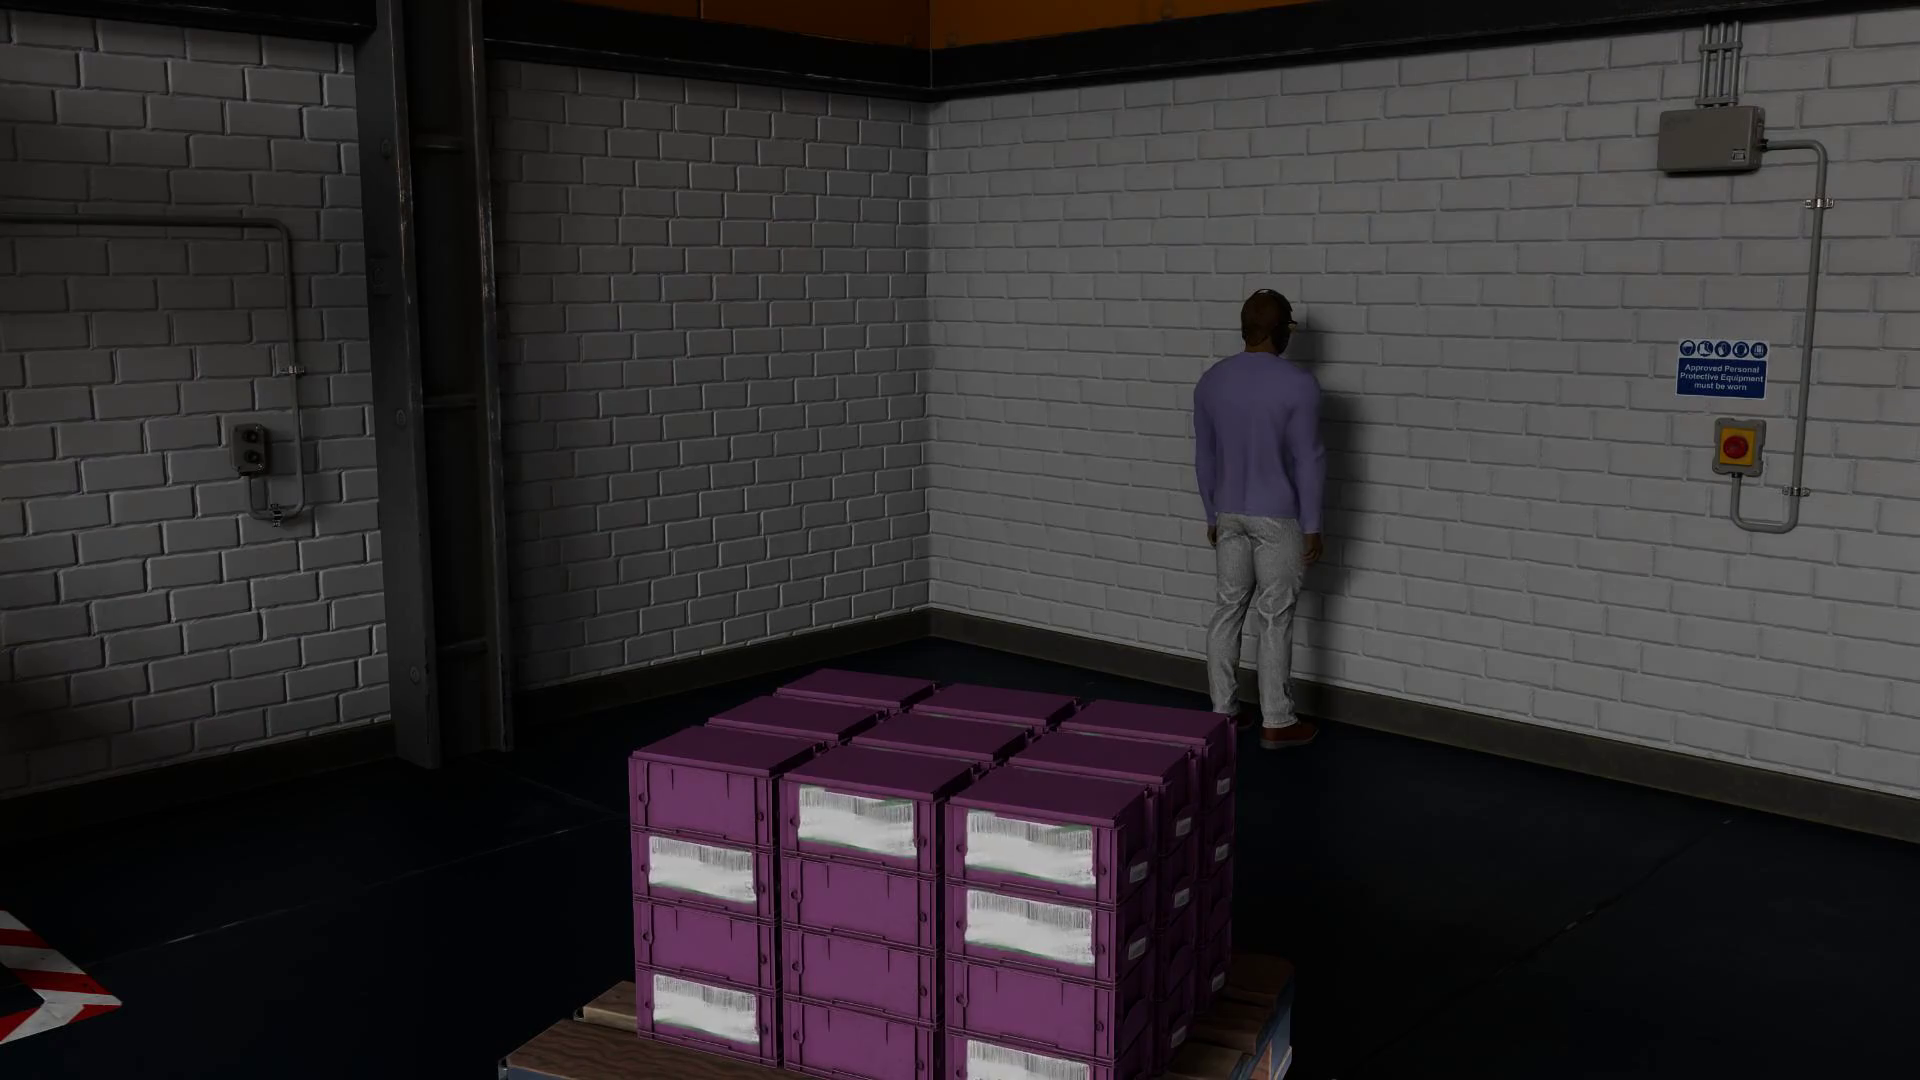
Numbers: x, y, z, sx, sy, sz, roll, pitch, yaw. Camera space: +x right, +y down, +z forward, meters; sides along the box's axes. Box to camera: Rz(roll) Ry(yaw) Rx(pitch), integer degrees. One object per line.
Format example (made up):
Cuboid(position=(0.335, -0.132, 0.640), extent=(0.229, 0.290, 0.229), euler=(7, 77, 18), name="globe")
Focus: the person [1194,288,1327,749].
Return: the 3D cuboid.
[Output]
Cuboid(position=(1.275, -0.088, 7.063), extent=(0.372, 1.940, 0.632), euler=(-9, 13, -44), name="person")
